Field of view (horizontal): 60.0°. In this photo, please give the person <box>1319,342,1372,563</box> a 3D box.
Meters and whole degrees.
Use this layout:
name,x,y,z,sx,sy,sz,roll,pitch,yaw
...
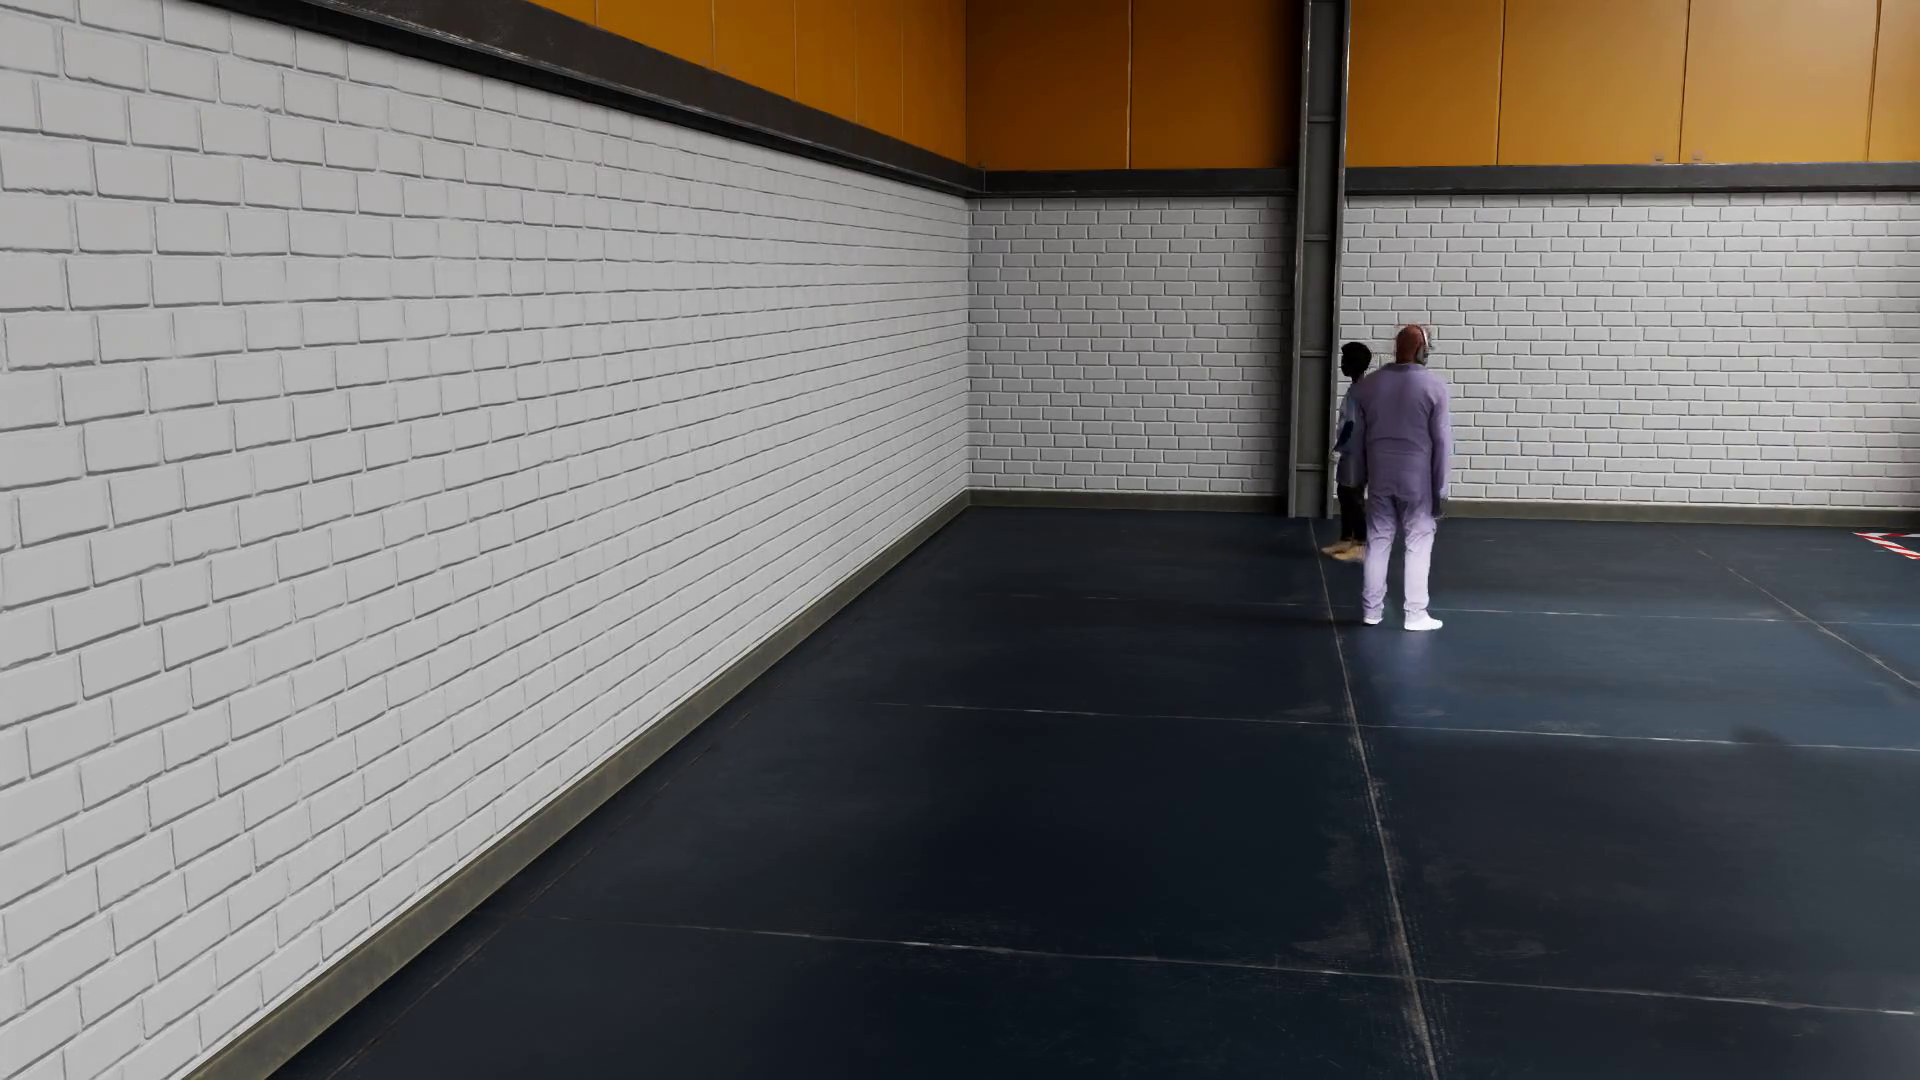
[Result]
name,x,y,z,sx,sy,sz,roll,pitch,yaw
person,2.983,-0.664,12.690,0.394,1.689,0.551,2,9,10

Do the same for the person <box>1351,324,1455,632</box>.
name,x,y,z,sx,sy,sz,roll,pitch,yaw
person,2.722,-0.373,10.305,0.718,1.903,0.409,8,12,41
